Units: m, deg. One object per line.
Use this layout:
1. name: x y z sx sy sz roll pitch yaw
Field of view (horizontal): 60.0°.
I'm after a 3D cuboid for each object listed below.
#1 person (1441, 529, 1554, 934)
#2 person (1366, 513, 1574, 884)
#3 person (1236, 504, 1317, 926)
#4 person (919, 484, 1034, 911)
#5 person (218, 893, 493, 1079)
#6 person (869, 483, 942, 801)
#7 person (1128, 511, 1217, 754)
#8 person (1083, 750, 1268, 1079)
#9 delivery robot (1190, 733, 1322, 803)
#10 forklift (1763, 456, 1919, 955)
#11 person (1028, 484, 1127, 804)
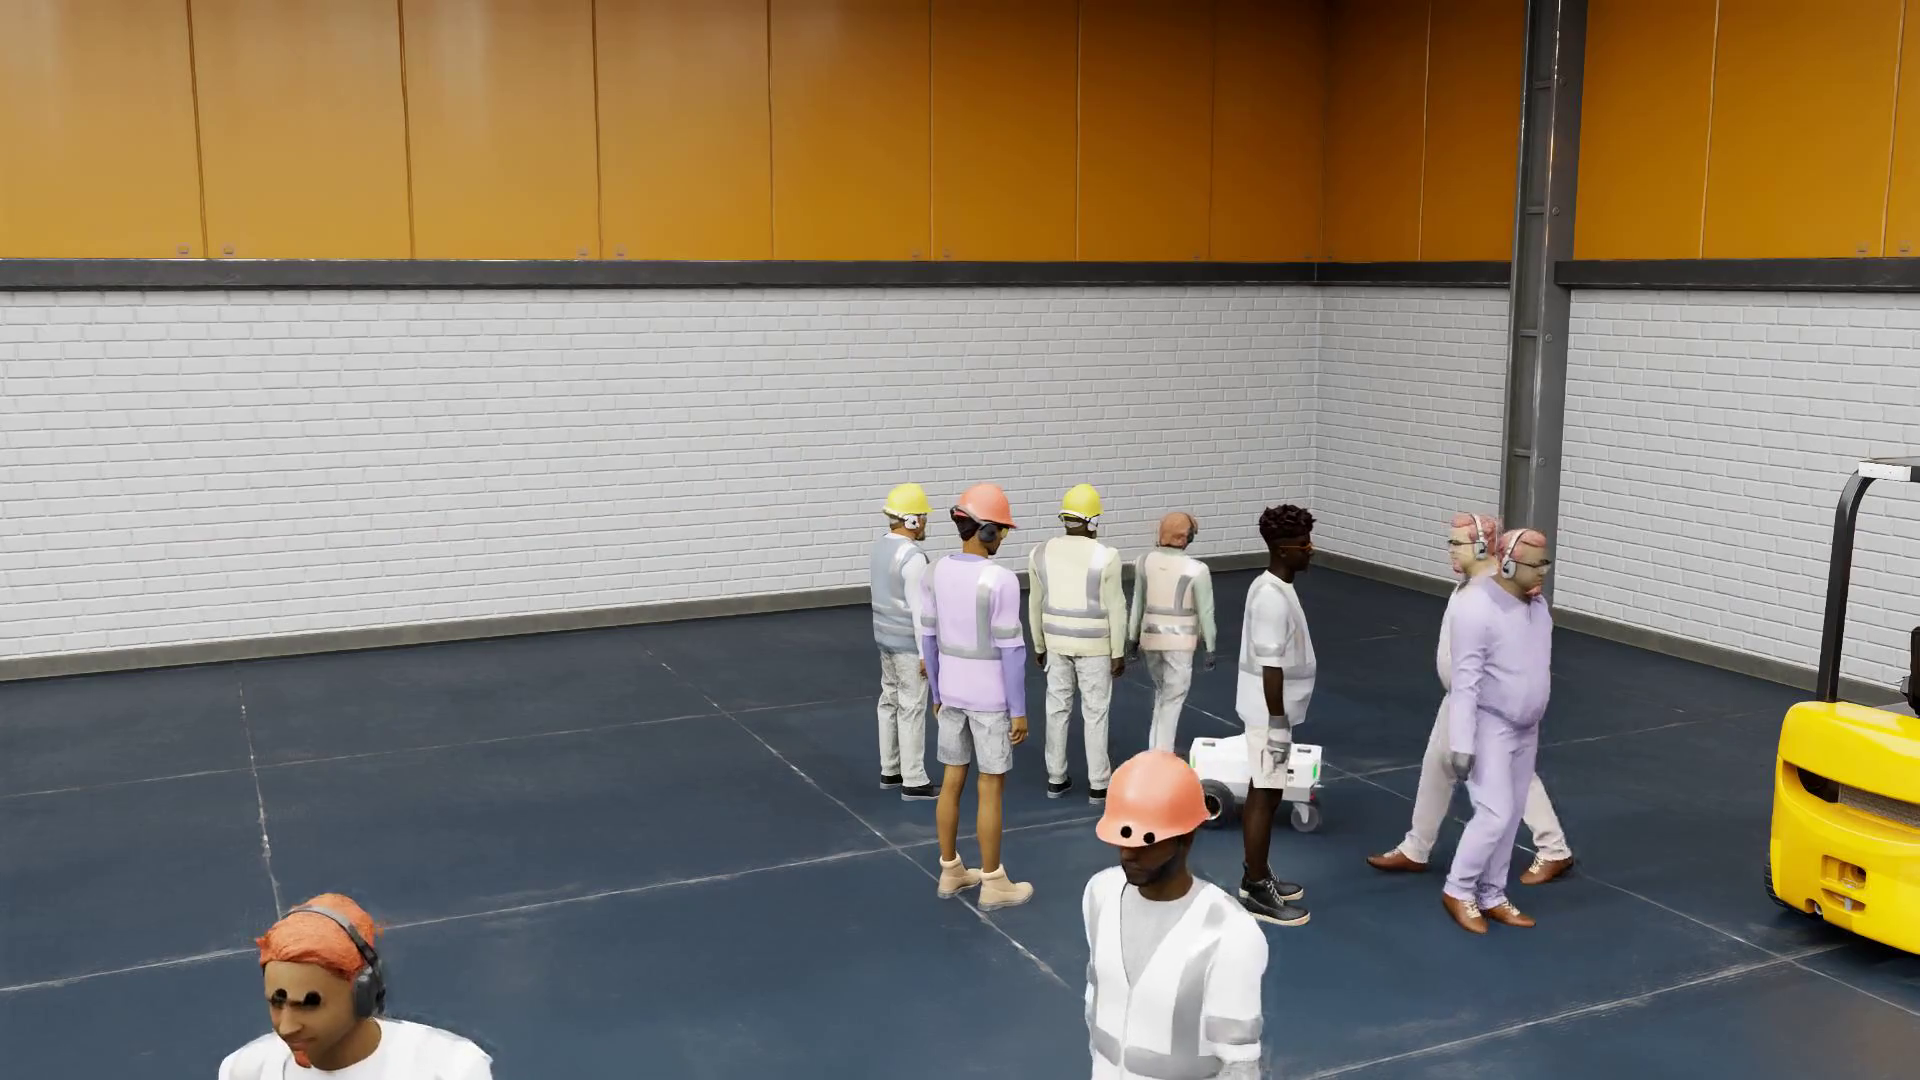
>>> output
1. person: 2.478 0.880 7.628 0.661 1.887 0.426 -7 12 -39
2. person: 2.608 0.795 8.235 0.992 1.864 0.687 0 9 -3
3. person: 1.485 0.800 7.830 0.369 1.967 0.601 2 9 9
4. person: 0.094 0.745 7.969 0.605 2.033 0.392 8 12 42
5. person: -1.143 1.565 3.389 0.601 1.868 0.571 1 9 7
6. person: -0.296 0.581 9.605 0.404 1.834 0.589 -5 10 -28
7. person: 1.283 0.631 9.912 0.556 1.617 0.503 8 12 40
8. person: 0.552 1.426 4.162 0.898 1.908 0.555 -9 13 -44
9. delivery robot: 1.633 1.242 9.167 0.707 0.478 0.477 2 10 14
10. forklift: 4.857 0.731 7.561 2.313 2.155 1.214 -4 10 -25
11. person: 0.689 0.592 9.533 0.587 1.835 0.404 5 10 29
